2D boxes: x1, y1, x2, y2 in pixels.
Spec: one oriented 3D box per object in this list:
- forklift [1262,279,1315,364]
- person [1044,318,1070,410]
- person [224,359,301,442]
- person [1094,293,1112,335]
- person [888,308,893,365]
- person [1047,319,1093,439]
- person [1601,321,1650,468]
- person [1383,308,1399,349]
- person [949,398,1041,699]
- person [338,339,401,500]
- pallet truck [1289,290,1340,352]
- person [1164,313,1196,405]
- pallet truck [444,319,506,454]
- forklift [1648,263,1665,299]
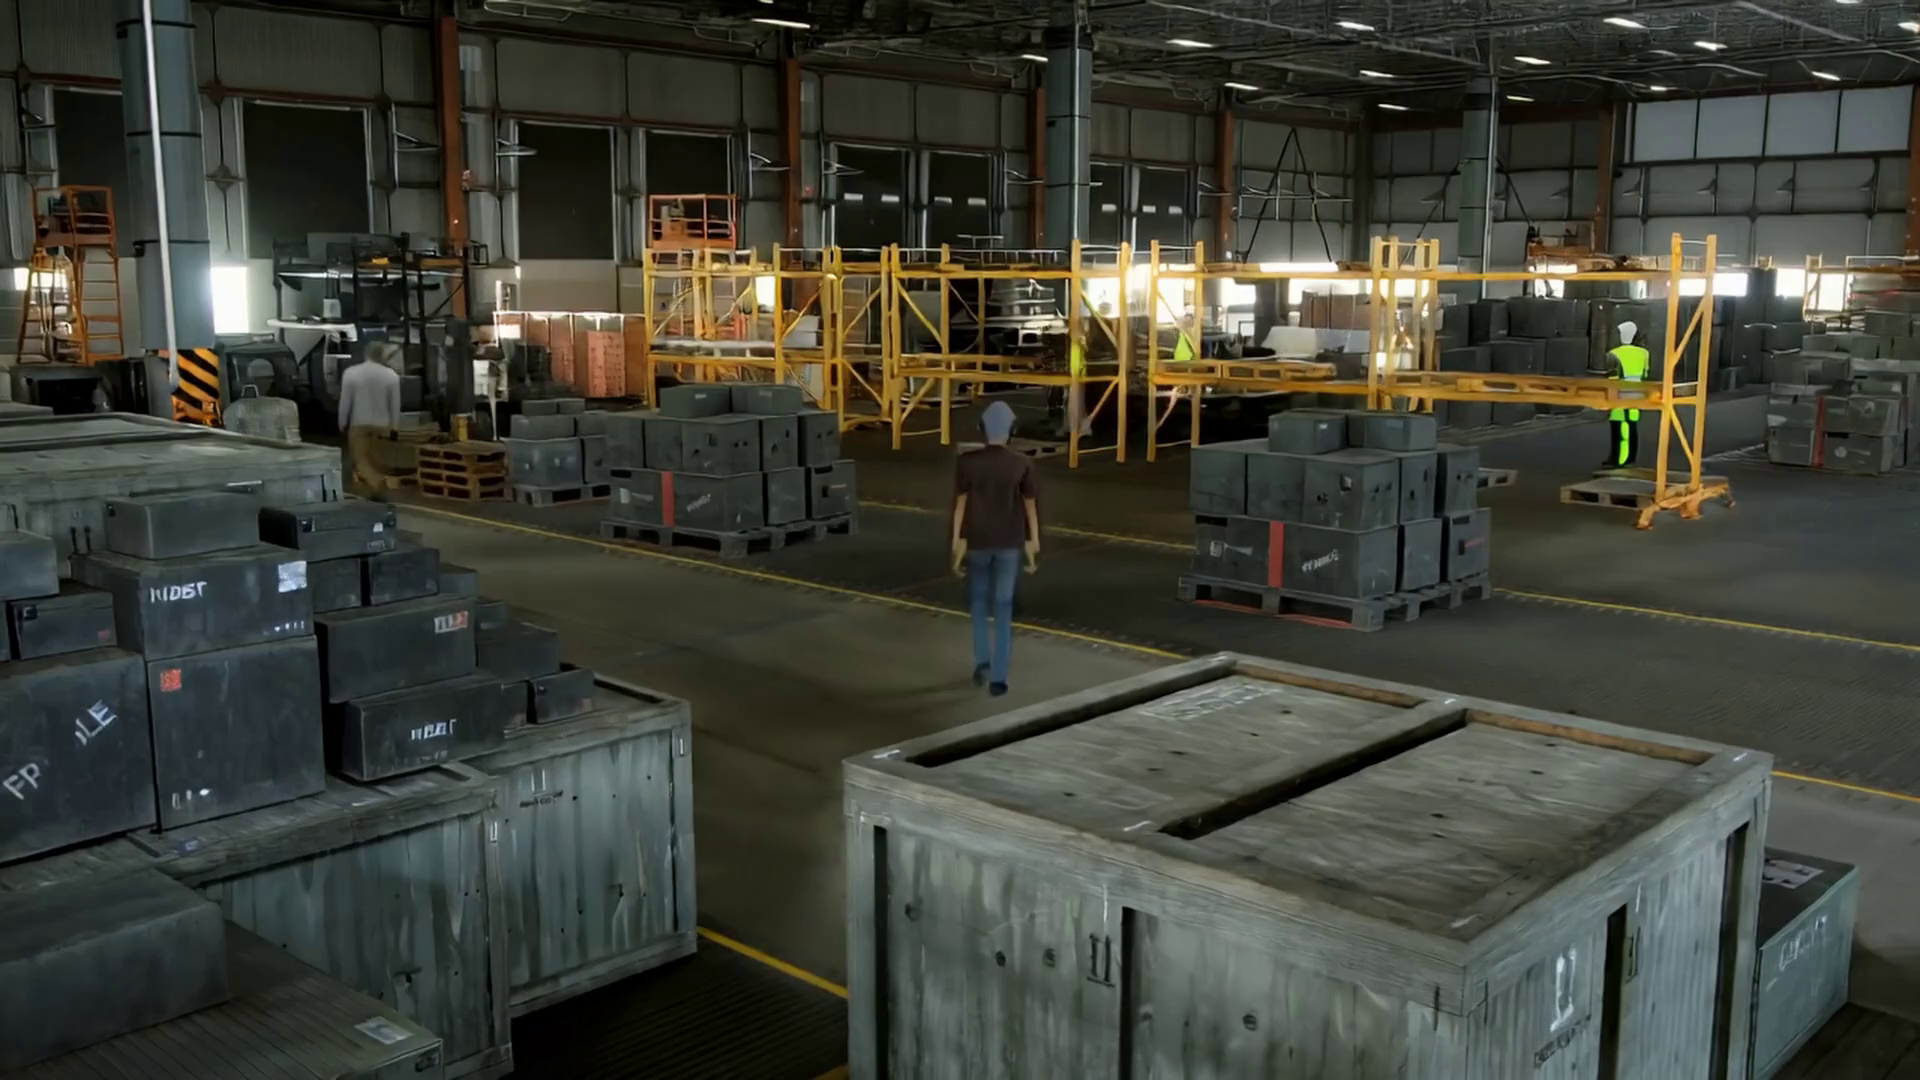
[{"bbox_3d":[8.555,-6.090,44.881,1.873,2.768,1.129,9,13,43],"label":"forklift"},{"bbox_3d":[1.825,-3.319,31.406,0.485,1.738,0.322,2,9,11],"label":"person"},{"bbox_3d":[-5.763,-0.540,13.809,0.585,1.918,0.395,-2,10,-15],"label":"person"},{"bbox_3d":[4.415,-6.663,51.319,0.544,1.929,0.386,0,9,-1],"label":"person"},{"bbox_3d":[-1.849,-5.294,43.826,0.314,1.634,0.515,3,10,16],"label":"person"},{"bbox_3d":[1.701,-2.512,25.962,0.845,1.885,0.633,1,9,4],"label":"person"},{"bbox_3d":[8.862,-1.932,22.188,0.607,1.966,0.367,-2,9,-10],"label":"person"},{"bbox_3d":[11.754,-5.690,45.486,0.355,1.882,0.575,-3,10,-16],"label":"person"},{"bbox_3d":[0.228,0.047,10.385,0.569,1.851,0.551,1,9,8],"label":"person"},{"bbox_3d":[-6.447,-1.243,18.177,0.659,1.898,0.678,-8,12,-41],"label":"person"},{"bbox_3d":[11.297,-6.951,52.861,1.885,1.965,0.823,-5,11,-29],"label":"pallet truck"},{"bbox_3d":[4.347,-3.486,32.181,0.843,1.822,0.515,-7,12,-38],"label":"person"},{"bbox_3d":[-6.981,-1.942,22.150,1.885,1.965,0.823,1,9,9],"label":"pallet truck"},{"bbox_3d":[18.906,-6.155,45.282,1.873,2.768,1.129,3,10,15],"label":"forklift"}]
